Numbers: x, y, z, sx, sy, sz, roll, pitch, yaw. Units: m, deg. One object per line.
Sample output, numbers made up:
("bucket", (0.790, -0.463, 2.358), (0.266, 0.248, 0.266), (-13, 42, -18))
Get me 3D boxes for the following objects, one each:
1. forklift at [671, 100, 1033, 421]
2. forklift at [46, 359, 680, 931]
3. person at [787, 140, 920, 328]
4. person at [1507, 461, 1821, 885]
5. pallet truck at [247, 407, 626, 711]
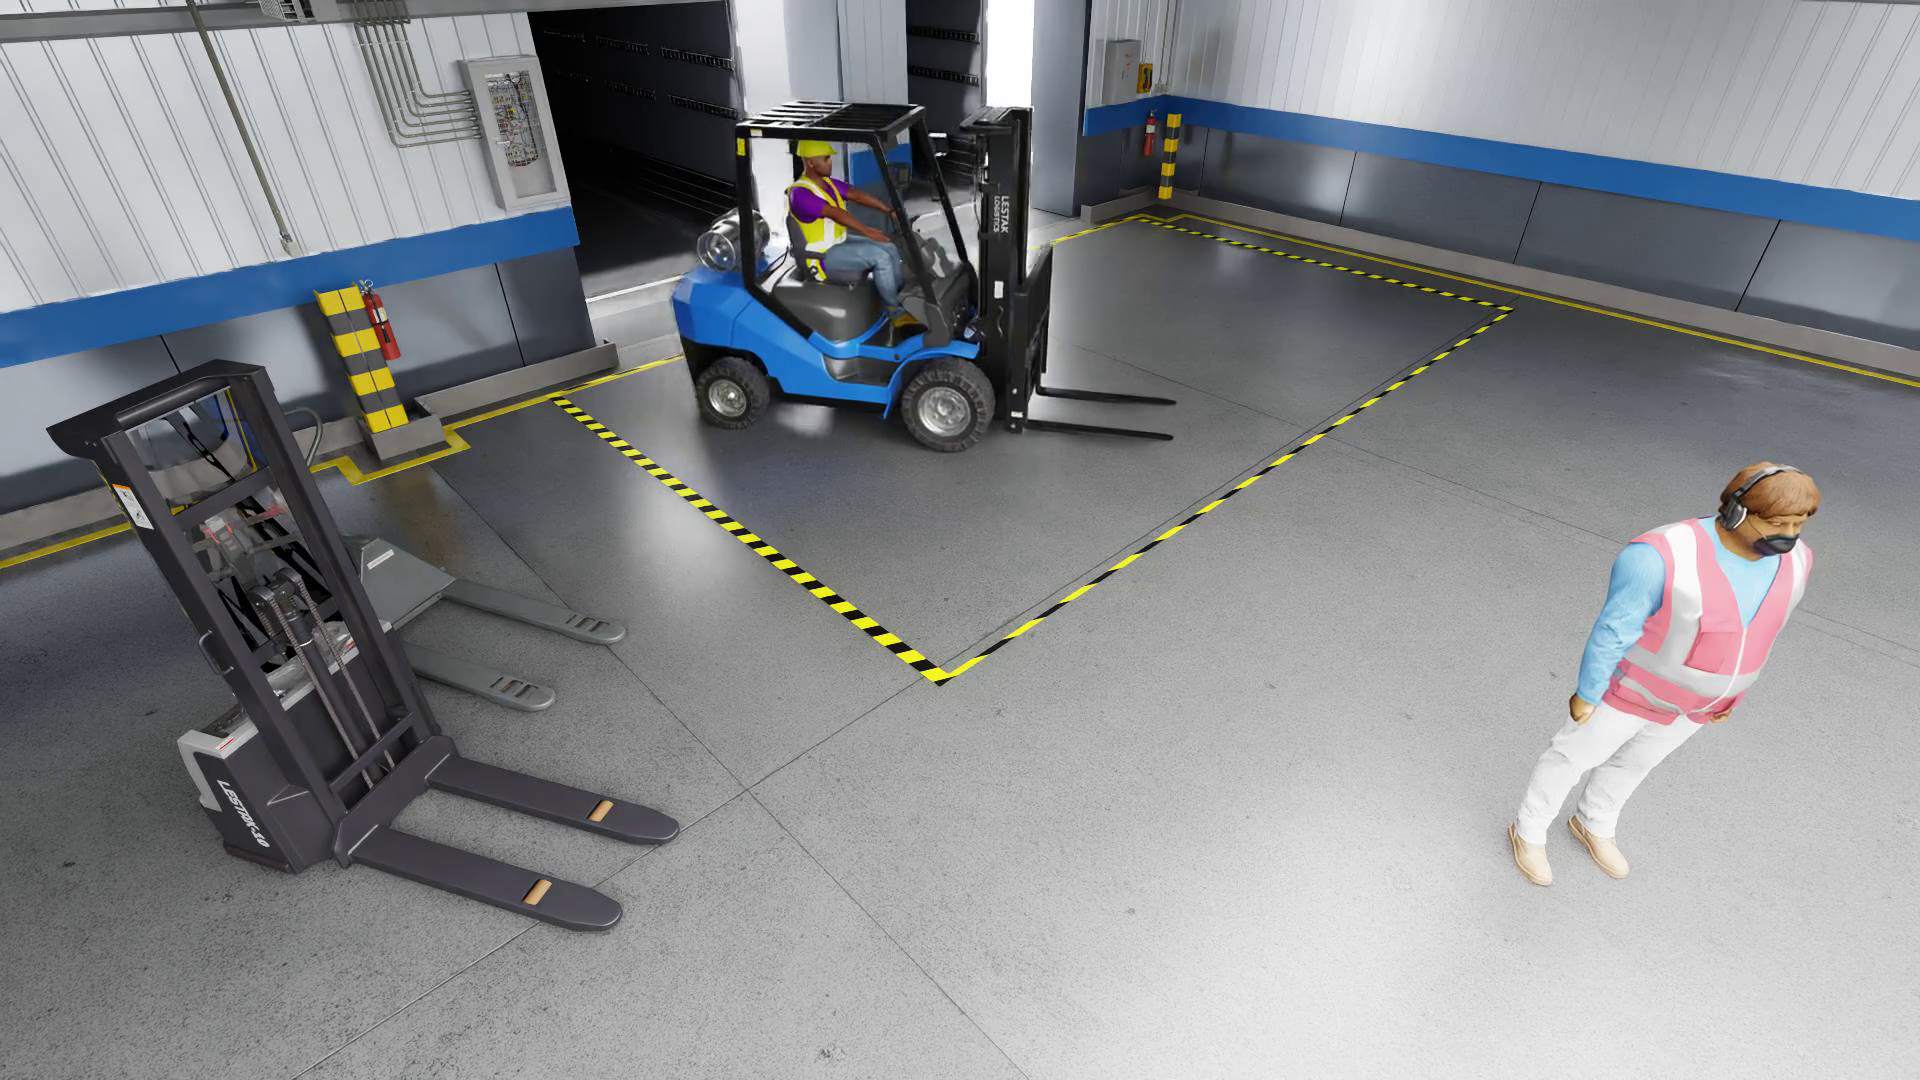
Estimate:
("forklift", (-0.739, -2.043, 6.662), (2.680, 2.036, 1.157), (8, 35, 11))
("forklift", (-2.135, 0.422, 3.354), (1.885, 1.965, 0.823), (10, 35, 14))
("person", (-0.683, -2.186, 6.539), (1.004, 1.293, 0.635), (8, 35, 11))
("person", (2.522, 0.544, 3.311), (0.618, 1.845, 0.431), (-2, 34, -3))
("pallet truck", (-2.628, 0.038, 4.590), (1.601, 1.201, 0.680), (12, 36, 18))
